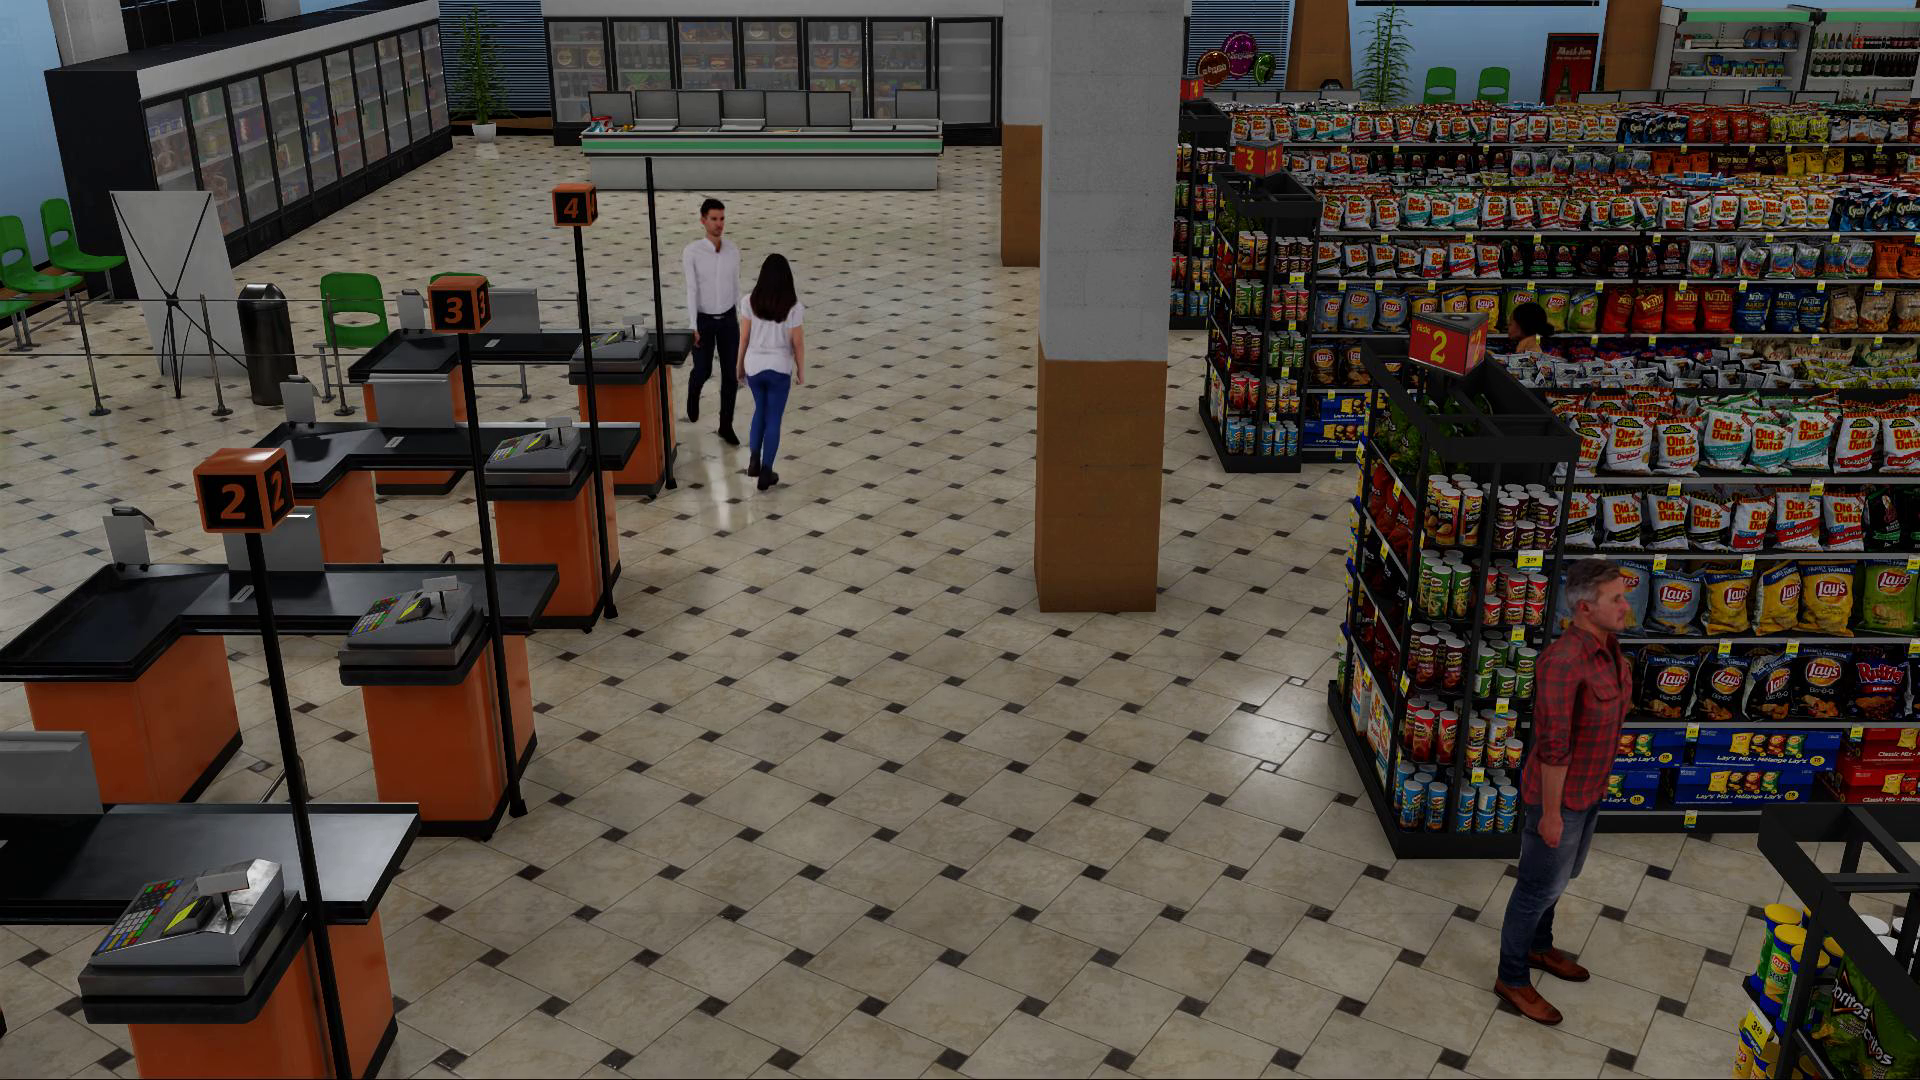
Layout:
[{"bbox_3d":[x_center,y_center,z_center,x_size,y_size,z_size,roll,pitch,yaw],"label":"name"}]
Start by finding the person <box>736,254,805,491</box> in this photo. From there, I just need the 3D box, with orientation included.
[{"bbox_3d":[-1.345,-1.109,11.579,0.602,1.655,0.760,4,22,9],"label":"person"}]

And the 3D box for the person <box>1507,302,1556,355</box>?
[{"bbox_3d":[3.615,-0.661,10.500,1.012,1.630,0.850,11,24,25],"label":"person"}]

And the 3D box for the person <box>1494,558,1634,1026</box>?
[{"bbox_3d":[2.286,0.918,6.295,0.776,1.835,0.759,16,27,34],"label":"person"}]

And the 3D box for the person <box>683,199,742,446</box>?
[{"bbox_3d":[-1.926,-1.693,12.772,1.023,1.851,0.950,-11,24,-26],"label":"person"}]
